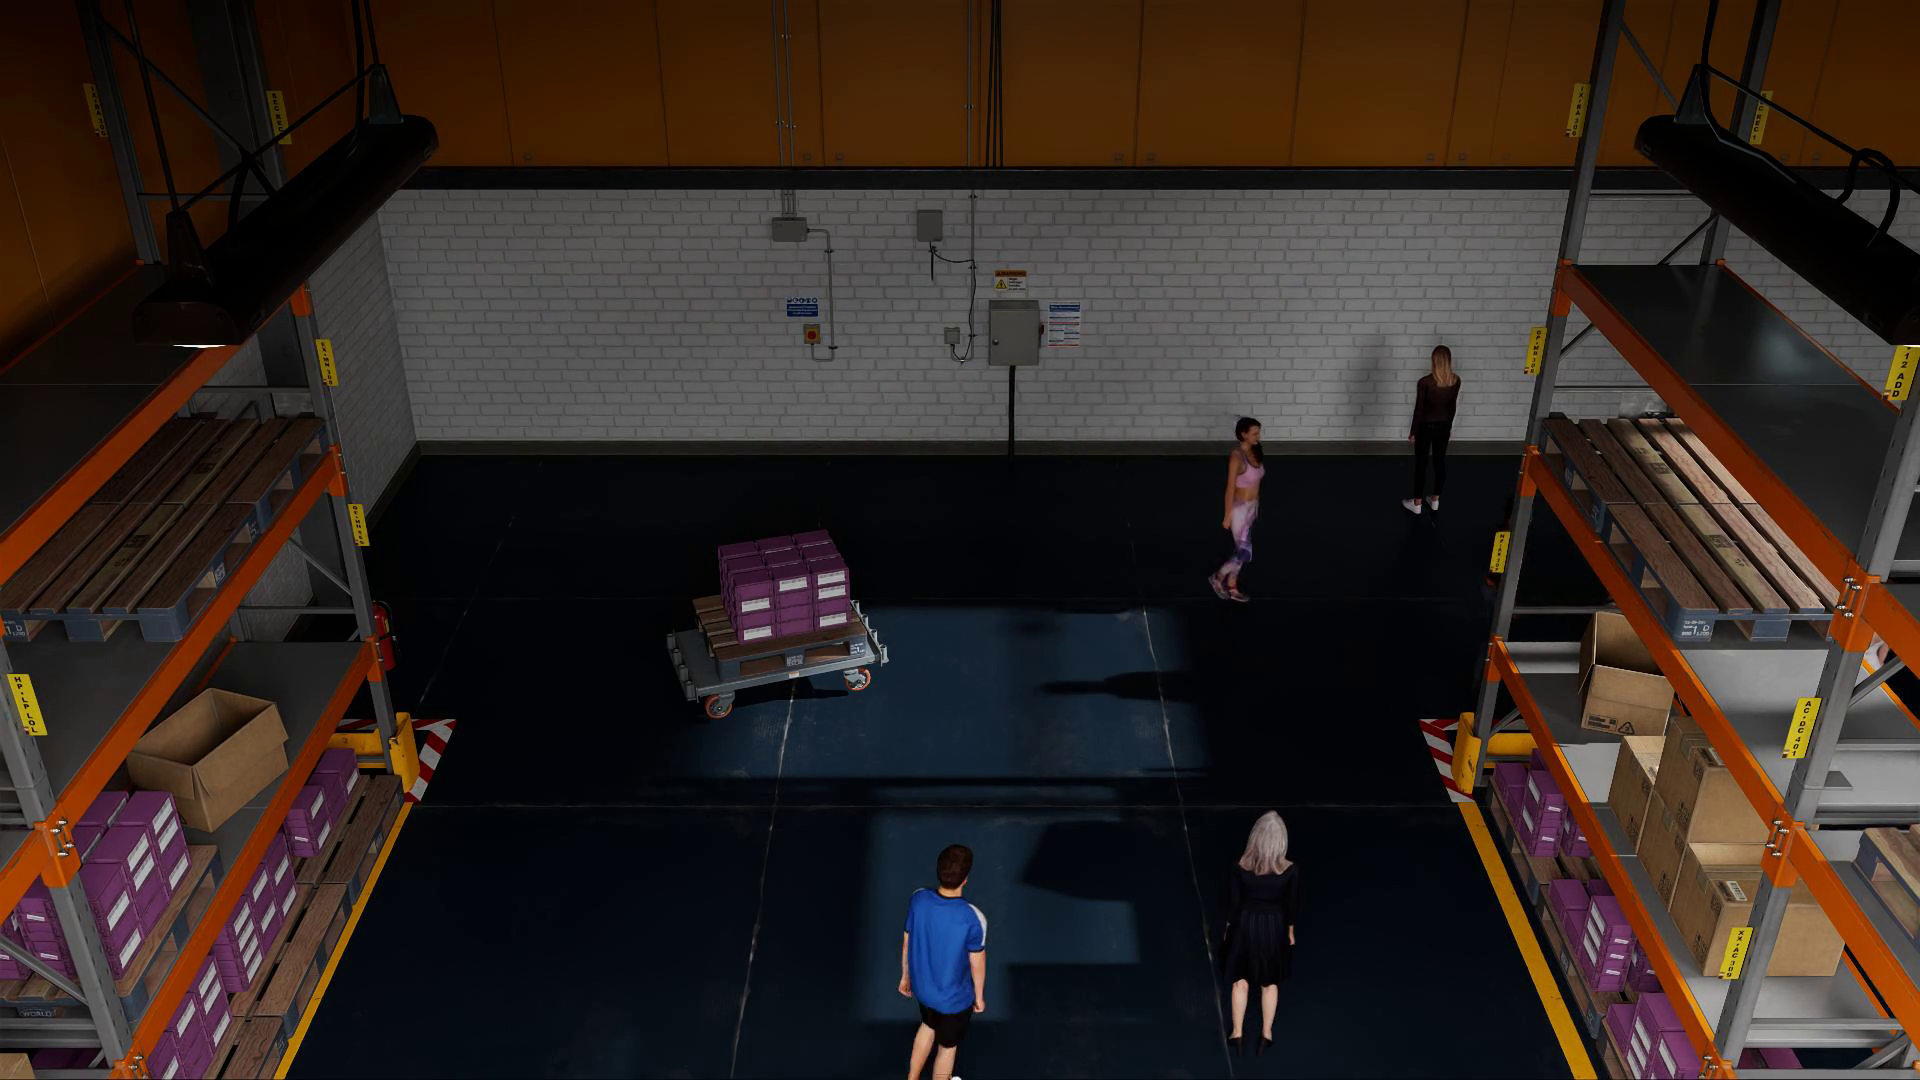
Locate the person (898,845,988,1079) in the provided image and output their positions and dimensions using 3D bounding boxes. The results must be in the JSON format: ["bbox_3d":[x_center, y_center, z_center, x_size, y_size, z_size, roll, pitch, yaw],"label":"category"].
[{"bbox_3d":[-0.147,2.555,9.234,0.843,1.845,0.909,15,32,26],"label":"person"}]

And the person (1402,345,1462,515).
[{"bbox_3d":[4.553,-1.063,16.014,0.651,1.703,0.597,-8,30,-14],"label":"person"}]

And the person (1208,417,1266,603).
[{"bbox_3d":[2.374,-0.261,14.486,0.819,1.758,0.752,19,34,31],"label":"person"}]

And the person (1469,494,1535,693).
[{"bbox_3d":[4.264,0.416,13.241,0.789,1.762,0.656,10,30,17],"label":"person"}]

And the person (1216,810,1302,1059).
[{"bbox_3d":[1.753,2.315,9.776,0.619,1.746,0.589,3,29,5],"label":"person"}]

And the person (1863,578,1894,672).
[{"bbox_3d":[6.485,1.044,12.062,0.550,1.789,0.488,0,29,-1],"label":"person"}]
